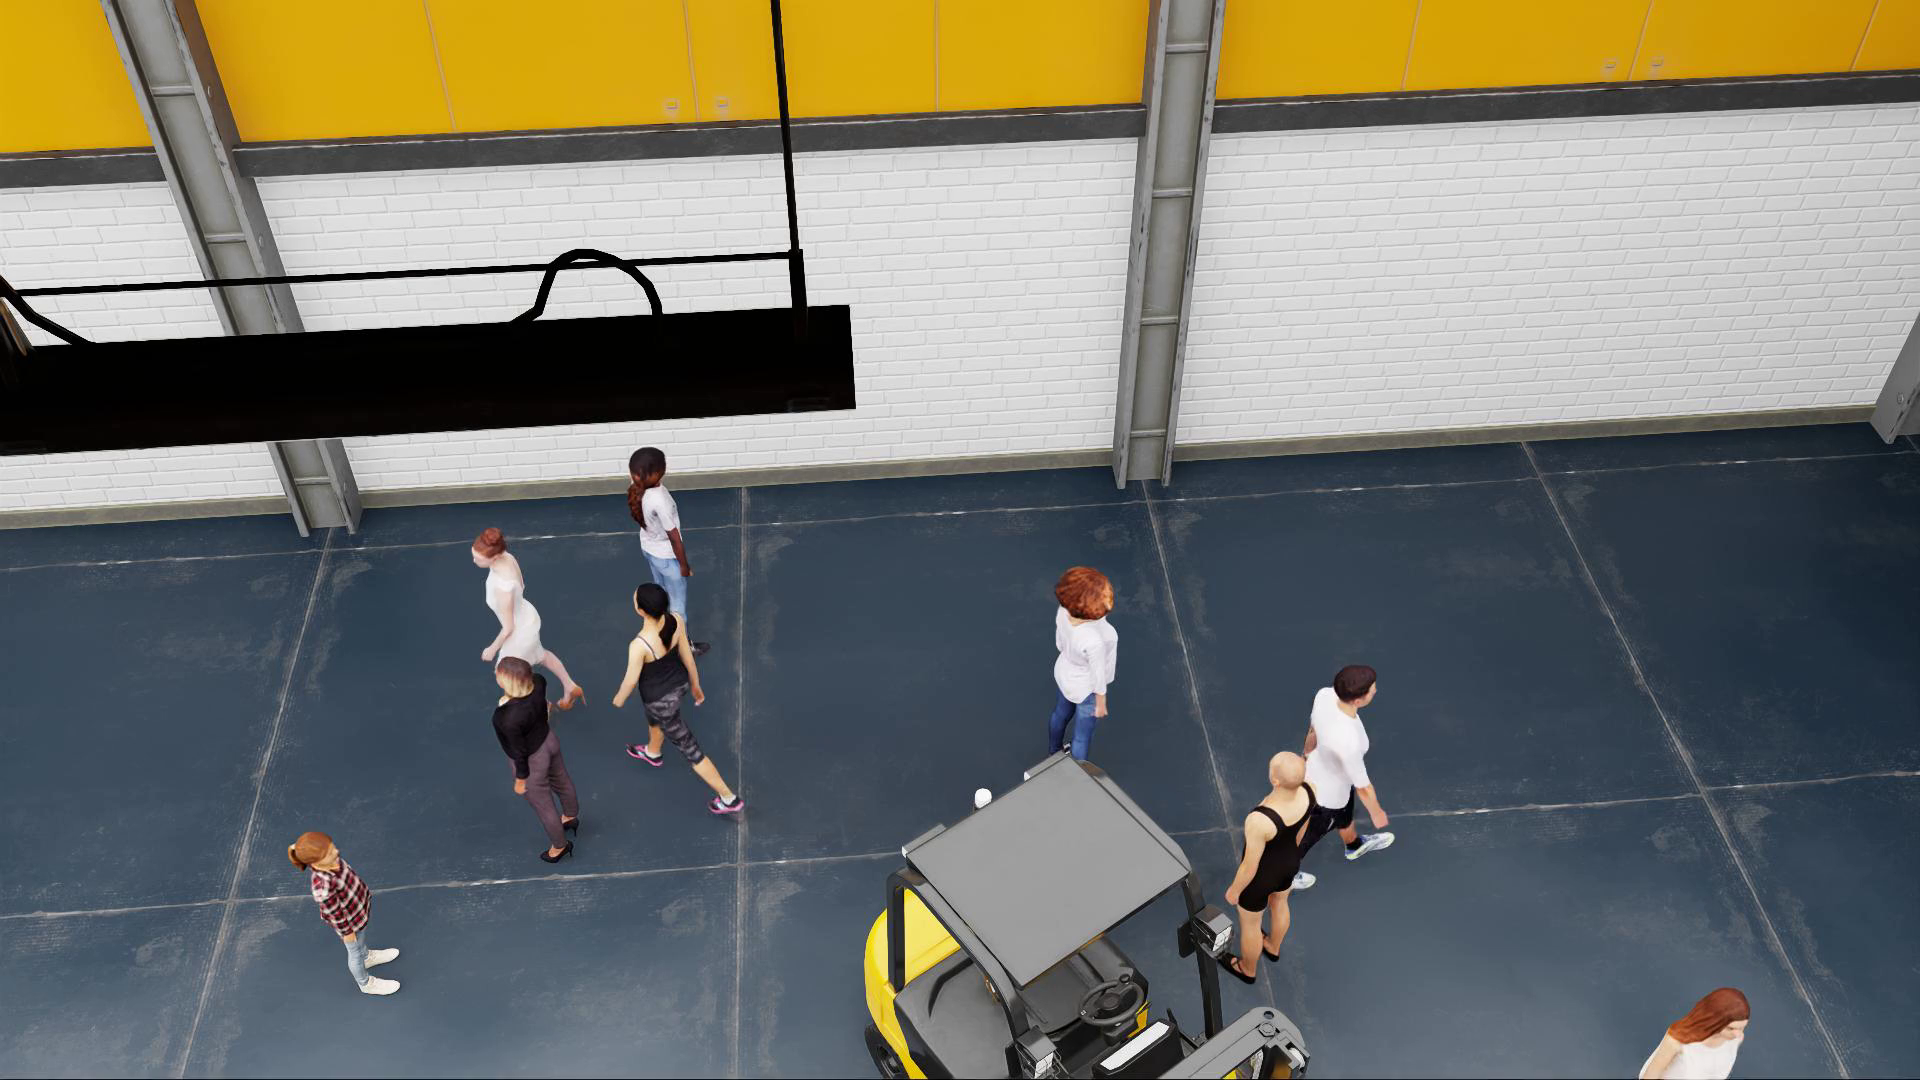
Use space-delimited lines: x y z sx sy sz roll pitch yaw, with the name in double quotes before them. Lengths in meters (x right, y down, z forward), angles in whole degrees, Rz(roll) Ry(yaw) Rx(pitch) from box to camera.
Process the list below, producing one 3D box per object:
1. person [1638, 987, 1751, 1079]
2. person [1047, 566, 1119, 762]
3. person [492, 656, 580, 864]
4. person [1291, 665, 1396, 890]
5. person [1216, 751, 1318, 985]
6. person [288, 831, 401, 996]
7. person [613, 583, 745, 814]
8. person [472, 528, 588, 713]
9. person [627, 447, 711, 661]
"person" 3.402 2.643 8.048 0.726 1.713 0.693 -5 44 -5
"person" 0.703 0.832 9.952 0.707 1.709 0.717 -18 47 -18
"person" -2.415 1.254 9.537 0.626 1.671 0.657 9 44 9
"person" 1.971 1.378 9.292 1.022 1.828 0.677 -3 44 -4
"person" 1.656 1.760 8.902 0.651 1.815 0.774 -29 51 -27
"person" -3.344 2.002 9.016 0.564 1.306 0.559 -10 44 -10
"person" -1.659 0.980 9.818 1.211 1.680 1.005 21 48 21
"person" -2.625 0.595 10.164 0.753 1.760 0.635 -2 44 -2
"person" -1.913 0.076 10.737 0.695 1.721 0.671 -28 50 -27
